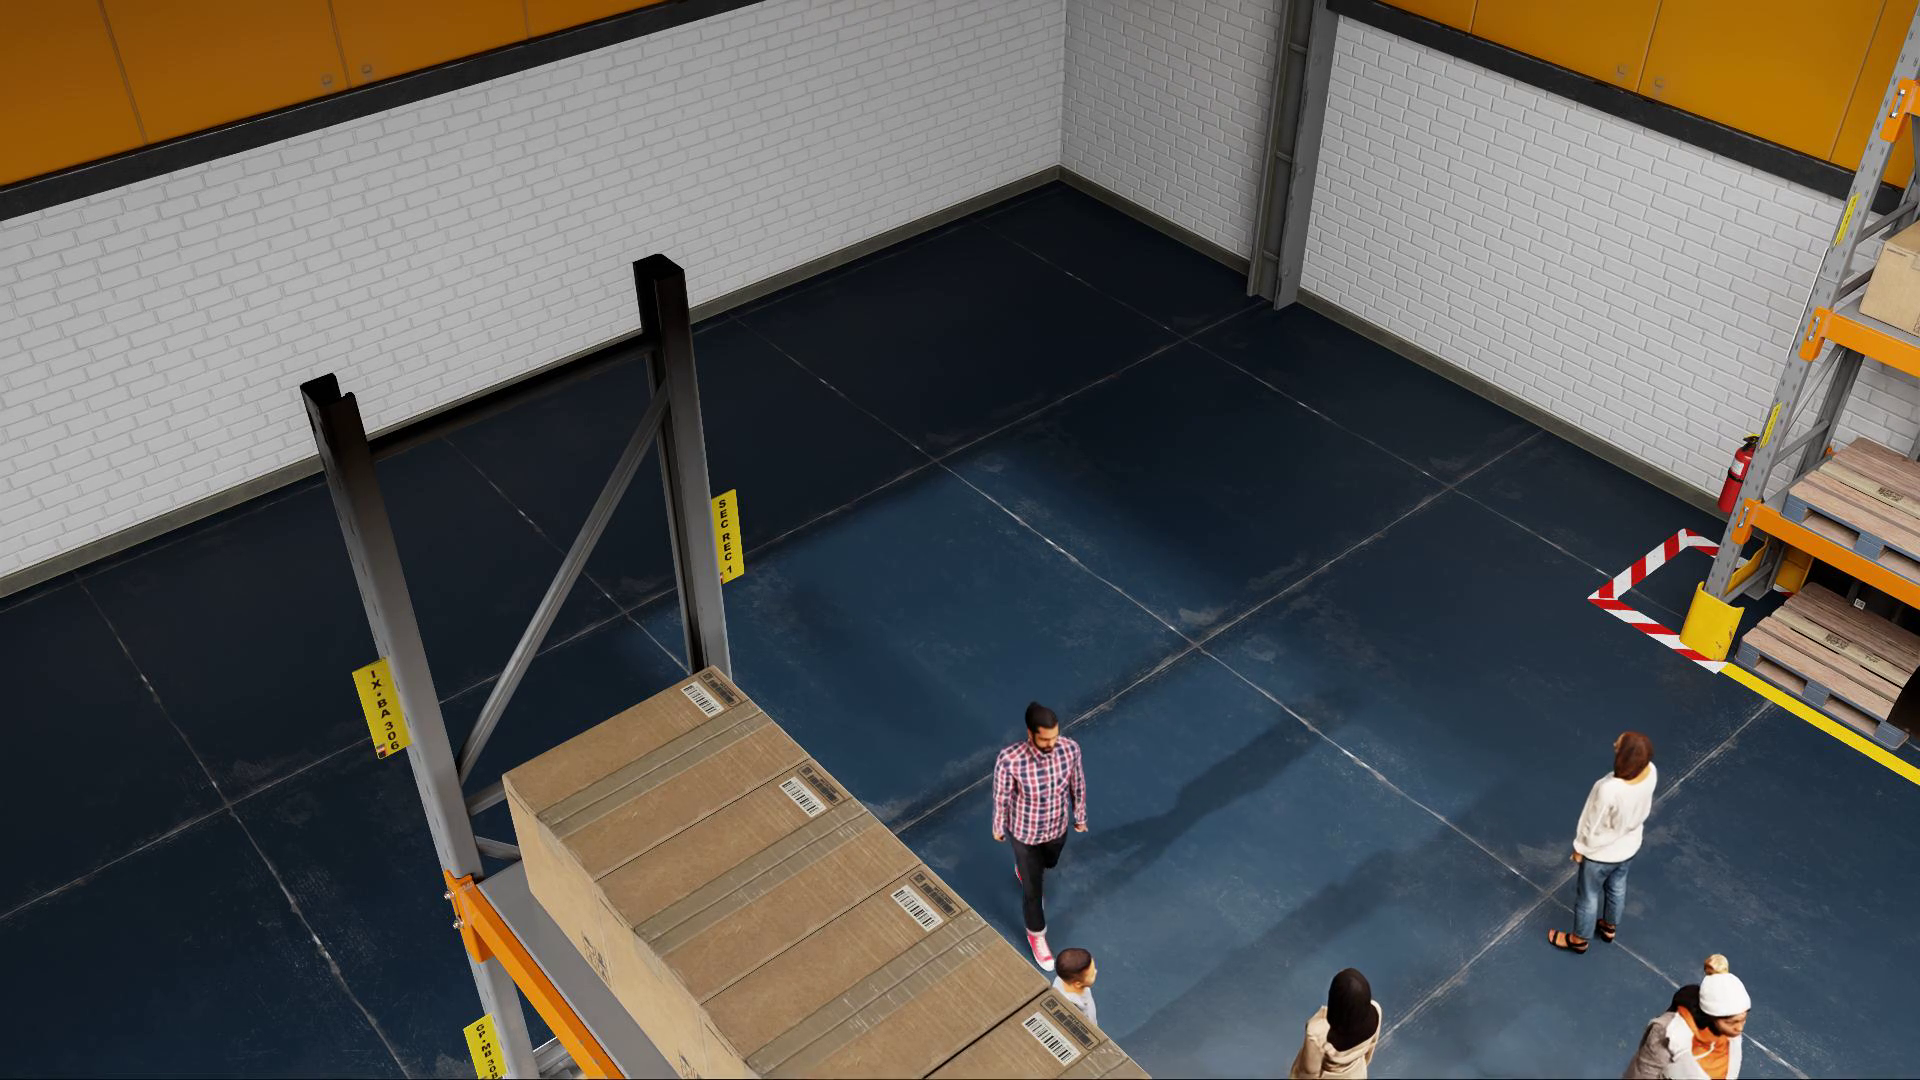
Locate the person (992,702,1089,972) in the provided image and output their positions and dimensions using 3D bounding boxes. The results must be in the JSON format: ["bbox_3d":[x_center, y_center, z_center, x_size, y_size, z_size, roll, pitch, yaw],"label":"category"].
[{"bbox_3d":[0.437,1.585,9.693,0.892,1.754,1.079,-15,41,-17],"label":"person"}]

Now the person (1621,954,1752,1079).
[{"bbox_3d":[3.474,2.663,8.270,0.855,1.845,1.235,-18,42,-22],"label":"person"}]

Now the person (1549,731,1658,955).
[{"bbox_3d":[3.751,1.746,9.557,0.658,1.672,0.613,-20,43,-23],"label":"person"}]

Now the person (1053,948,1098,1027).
[{"bbox_3d":[0.584,2.583,8.682,0.700,1.456,0.571,-10,40,-12],"label":"person"}]

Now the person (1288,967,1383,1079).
[{"bbox_3d":[1.858,2.713,8.339,0.685,1.682,0.612,-17,42,-20],"label":"person"}]
